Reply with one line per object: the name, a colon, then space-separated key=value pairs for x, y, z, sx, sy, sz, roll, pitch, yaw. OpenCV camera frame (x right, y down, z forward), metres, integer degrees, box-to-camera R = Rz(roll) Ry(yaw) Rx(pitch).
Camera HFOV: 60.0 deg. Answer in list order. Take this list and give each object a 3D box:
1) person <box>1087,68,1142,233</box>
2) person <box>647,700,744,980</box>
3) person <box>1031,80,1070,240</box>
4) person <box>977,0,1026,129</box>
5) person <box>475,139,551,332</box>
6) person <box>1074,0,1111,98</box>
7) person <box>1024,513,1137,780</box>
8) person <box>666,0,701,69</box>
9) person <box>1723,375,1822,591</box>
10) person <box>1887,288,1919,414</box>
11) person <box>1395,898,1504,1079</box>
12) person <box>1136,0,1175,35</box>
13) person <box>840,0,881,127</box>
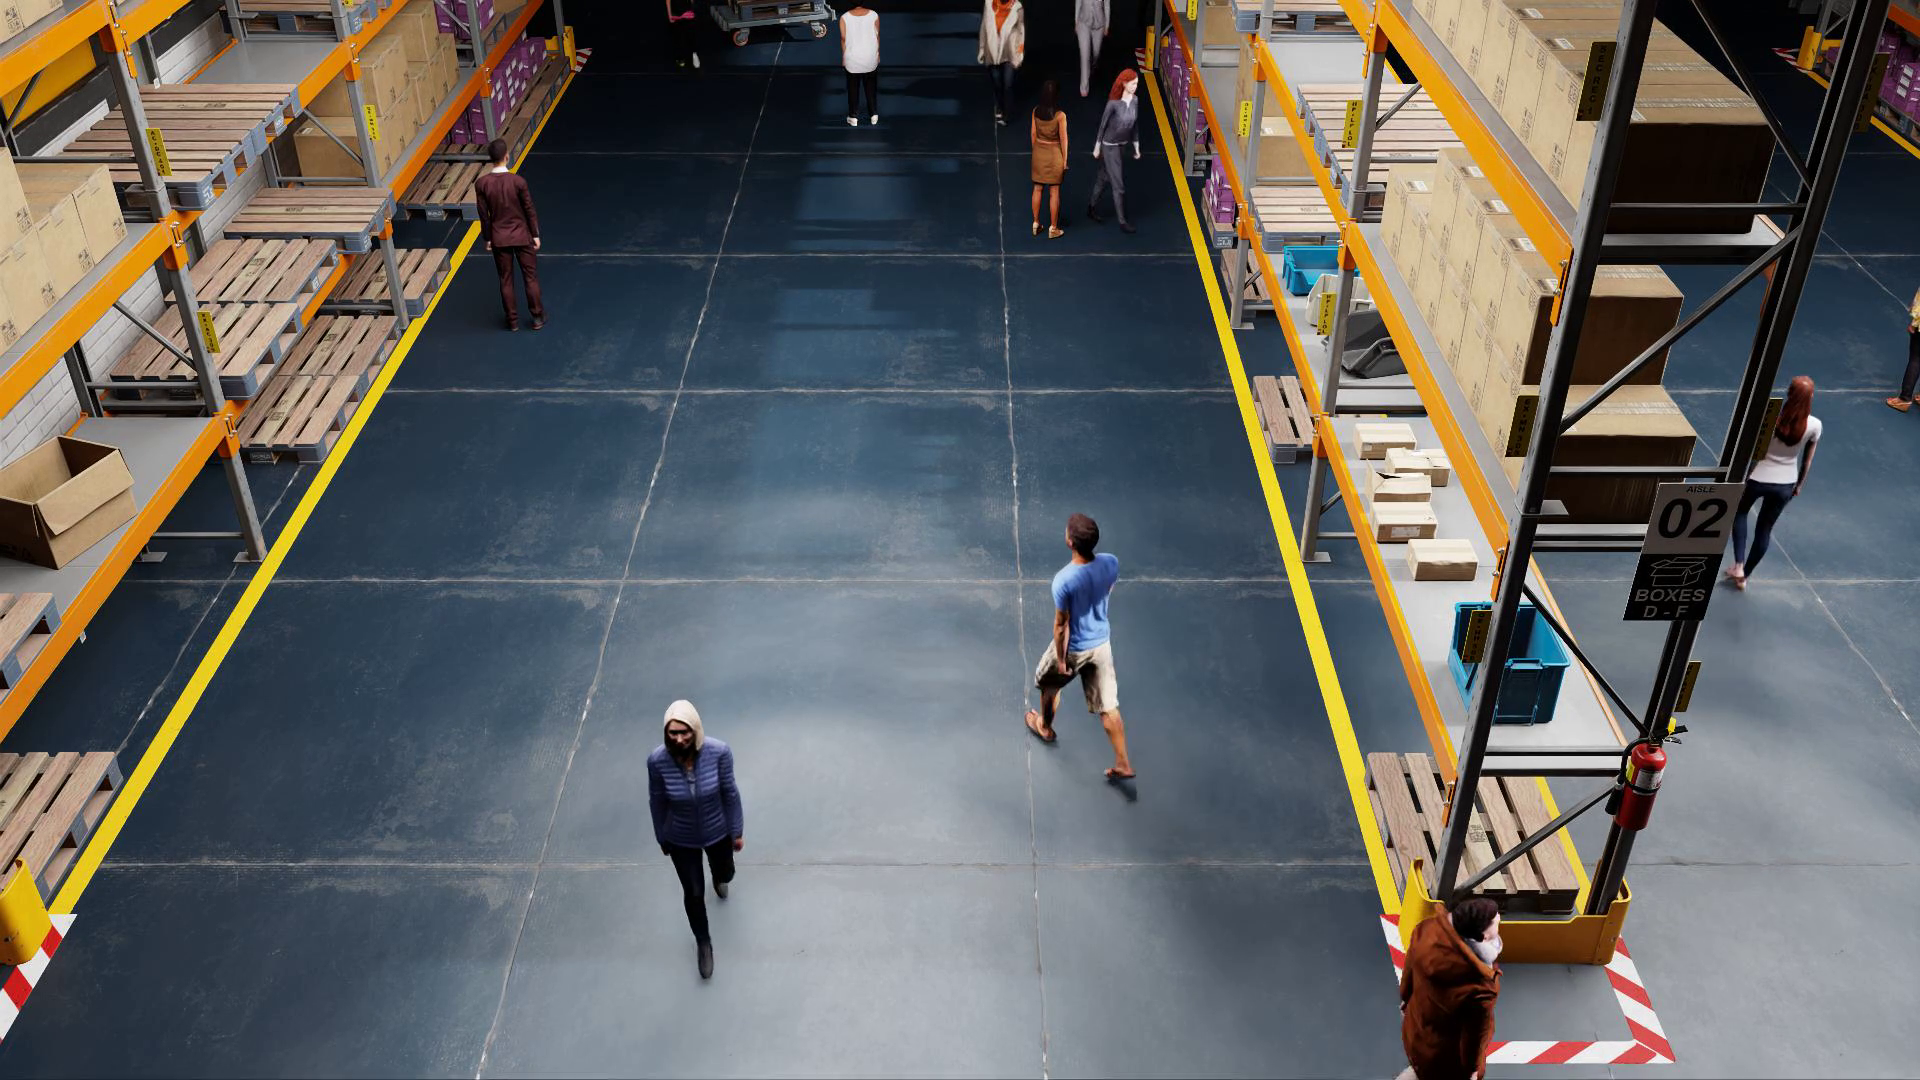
person: x=1.585 y=-4.175 z=17.769 sx=0.979 sy=1.726 sz=1.051 roll=-24 pitch=41 yaw=-32
person: x=-1.434 y=1.541 z=9.168 sx=0.789 sy=1.727 sz=1.048 roll=-7 pitch=34 yaw=-10
person: x=0.930 y=-4.021 z=17.572 sx=0.651 sy=1.688 sz=0.670 roll=19 pitch=38 yaw=26
person: x=0.547 y=-6.087 z=20.527 sx=0.918 sy=1.855 sz=1.188 roll=11 pitch=35 yaw=16
person: x=-4.220 y=-2.858 z=15.662 sx=0.707 sy=1.865 sz=0.633 roll=-4 pitch=34 yaw=-6
person: x=1.708 y=-6.695 z=21.544 sx=0.647 sy=1.744 sz=1.044 roll=3 pitch=34 yaw=4
person: x=0.823 y=0.691 z=10.344 sx=1.016 sy=1.840 sz=1.298 roll=-16 pitch=37 yaw=-22
person: x=-3.720 y=-7.083 z=22.315 sx=0.741 sy=1.536 sz=0.974 roll=-12 pitch=36 yaw=-18
person: x=5.859 y=-0.355 z=12.016 sx=0.662 sy=1.731 sz=0.670 roll=8 pitch=34 yaw=12
person: x=8.452 y=-1.869 z=14.369 sx=0.748 sy=1.649 sz=0.782 roll=-4 pitch=34 yaw=-6
person: x=2.206 y=2.373 z=7.828 sx=0.935 sy=1.824 sz=0.918 roll=-12 pitch=35 yaw=-17
person: x=2.665 y=-7.970 z=23.570 sx=0.826 sy=1.623 sz=0.849 roll=-12 pitch=35 yaw=-18
person: x=-1.235 y=-5.969 z=20.502 sx=0.705 sy=1.688 sz=0.677 roll=-7 pitch=34 yaw=-11
